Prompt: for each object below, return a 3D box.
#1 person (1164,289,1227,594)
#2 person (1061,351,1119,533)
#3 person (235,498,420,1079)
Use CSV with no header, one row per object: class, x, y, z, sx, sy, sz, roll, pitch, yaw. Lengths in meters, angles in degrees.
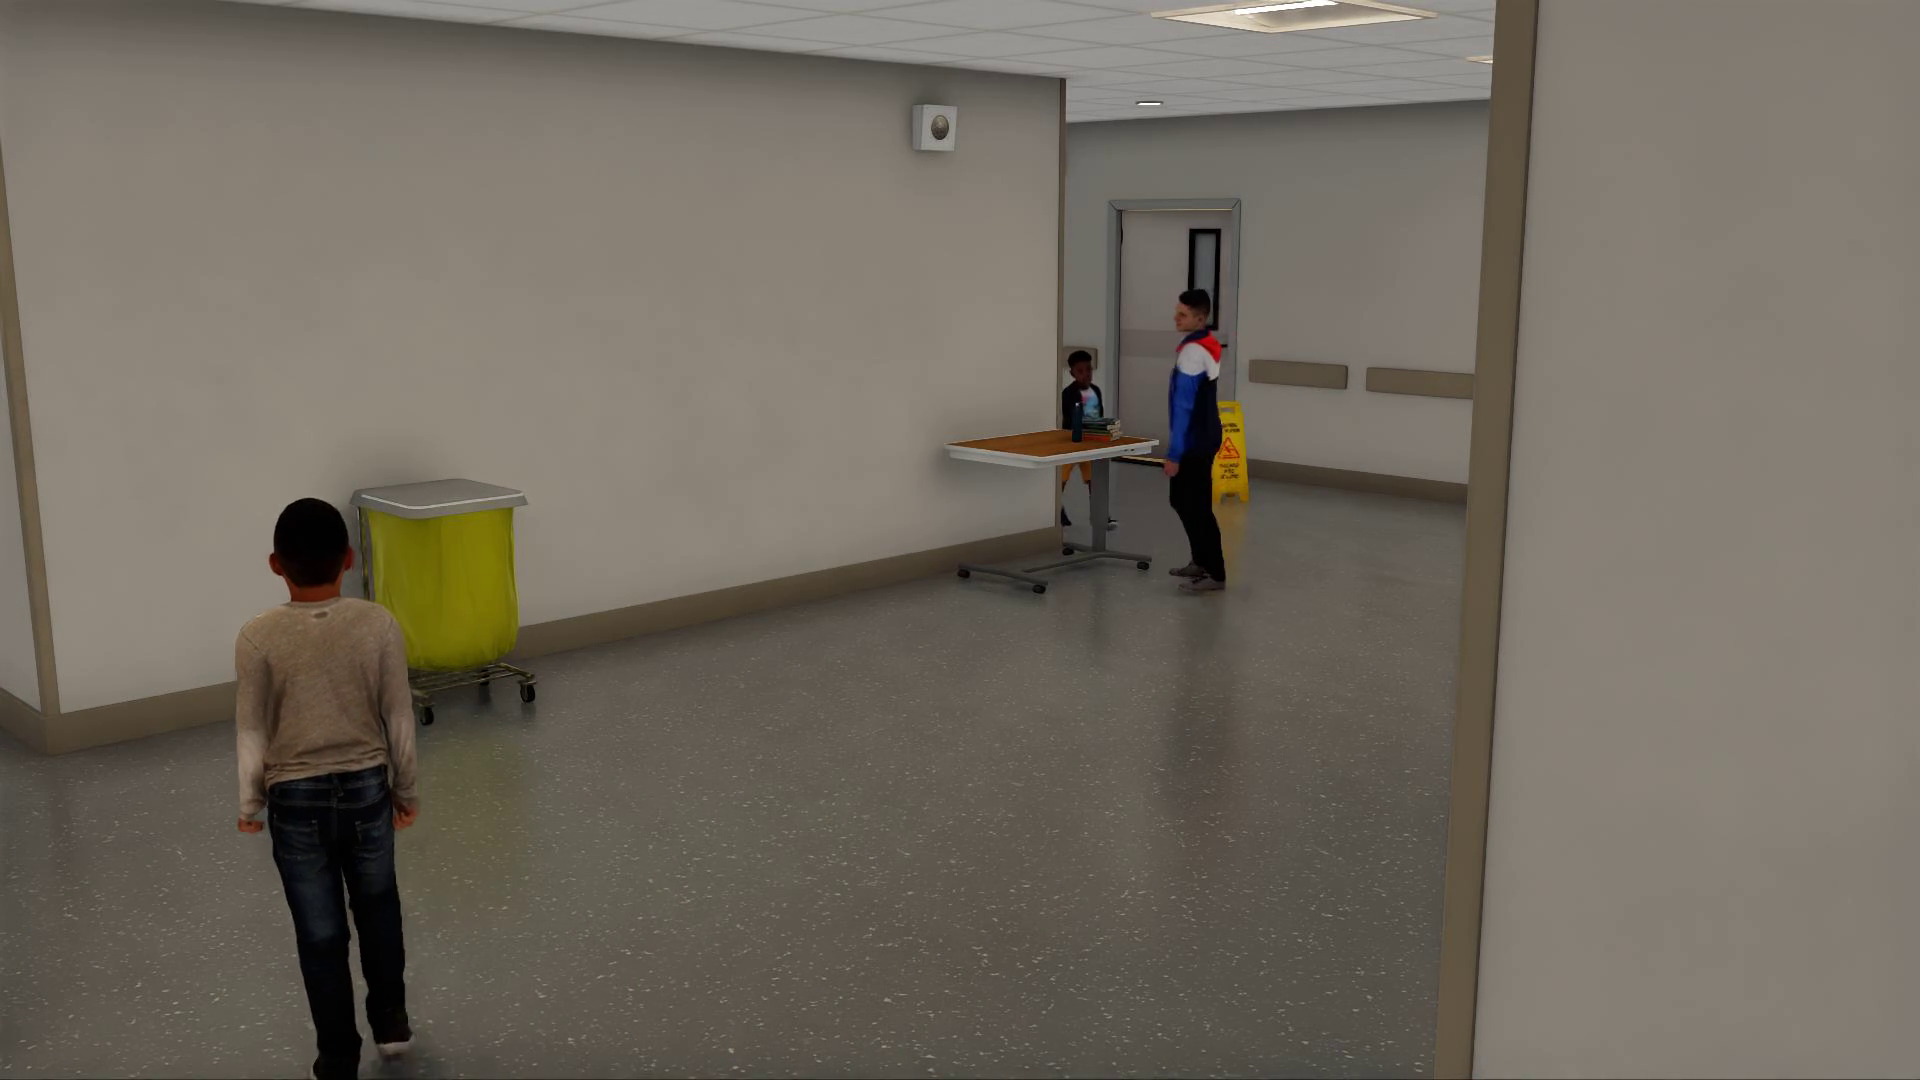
person,1.372,-0.543,9.445,0.790,1.730,0.792,5,12,25
person,0.766,-0.658,11.396,0.646,1.228,0.951,-7,13,-33
person,-1.481,0.644,3.936,0.585,1.453,0.578,-7,13,-33
